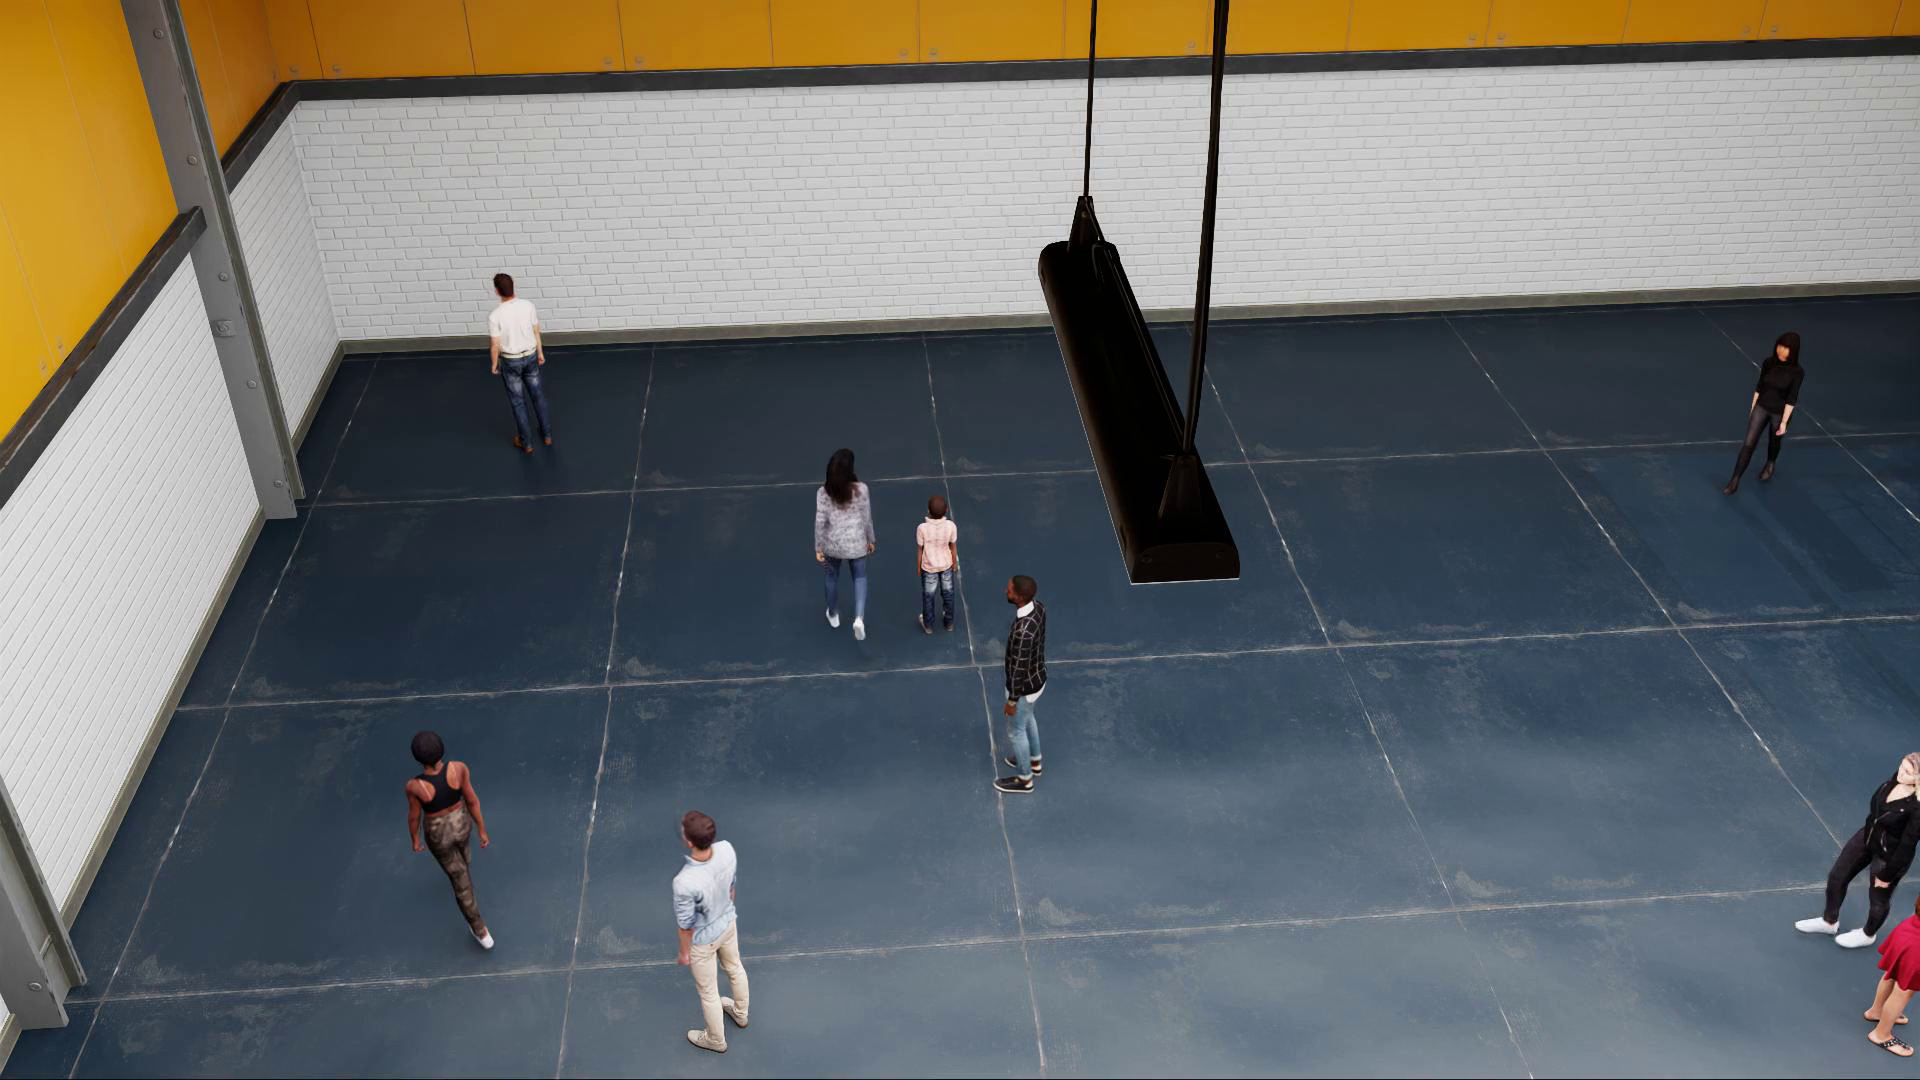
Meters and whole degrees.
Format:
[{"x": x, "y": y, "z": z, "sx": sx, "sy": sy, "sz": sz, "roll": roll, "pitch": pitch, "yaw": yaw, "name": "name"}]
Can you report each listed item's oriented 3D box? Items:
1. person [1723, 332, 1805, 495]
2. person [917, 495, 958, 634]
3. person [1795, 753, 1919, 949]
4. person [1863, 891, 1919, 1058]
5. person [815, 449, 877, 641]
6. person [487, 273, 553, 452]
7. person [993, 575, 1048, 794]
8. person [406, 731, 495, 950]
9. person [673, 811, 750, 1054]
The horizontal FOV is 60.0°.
[{"x": 7.673, "y": -1.213, "z": 15.626, "sx": 1.041, "sy": 1.603, "sz": 1.075, "roll": 27, "pitch": 42, "yaw": 35, "name": "person"}, {"x": -0.192, "y": 0.198, "z": 13.770, "sx": 0.520, "sy": 1.308, "sz": 0.526, "roll": -9, "pitch": 35, "yaw": -13, "name": "person"}, {"x": 6.044, "y": 2.016, "z": 10.704, "sx": 0.712, "sy": 1.673, "sz": 0.664, "roll": -1, "pitch": 34, "yaw": -1, "name": "person"}, {"x": 5.861, "y": 2.463, "z": 10.141, "sx": 0.714, "sy": 1.553, "sz": 0.651, "roll": 11, "pitch": 35, "yaw": 16, "name": "person"}, {"x": -0.913, "y": 0.074, "z": 13.592, "sx": 0.663, "sy": 1.712, "sz": 0.909, "roll": -7, "pitch": 34, "yaw": -10, "name": "person"}, {"x": -4.284, "y": -1.730, "z": 16.180, "sx": 0.800, "sy": 1.851, "sz": 0.819, "roll": -21, "pitch": 39, "yaw": -28, "name": "person"}, {"x": 0.485, "y": 1.036, "z": 12.049, "sx": 0.814, "sy": 1.816, "sz": 0.647, "roll": 8, "pitch": 35, "yaw": 12, "name": "person"}, {"x": -3.270, "y": 1.976, "z": 10.780, "sx": 0.967, "sy": 1.657, "sz": 1.175, "roll": -22, "pitch": 39, "yaw": -29, "name": "person"}, {"x": -1.506, "y": 2.353, "z": 10.040, "sx": 0.789, "sy": 1.848, "sz": 0.706, "roll": 21, "pitch": 39, "yaw": 28, "name": "person"}]
